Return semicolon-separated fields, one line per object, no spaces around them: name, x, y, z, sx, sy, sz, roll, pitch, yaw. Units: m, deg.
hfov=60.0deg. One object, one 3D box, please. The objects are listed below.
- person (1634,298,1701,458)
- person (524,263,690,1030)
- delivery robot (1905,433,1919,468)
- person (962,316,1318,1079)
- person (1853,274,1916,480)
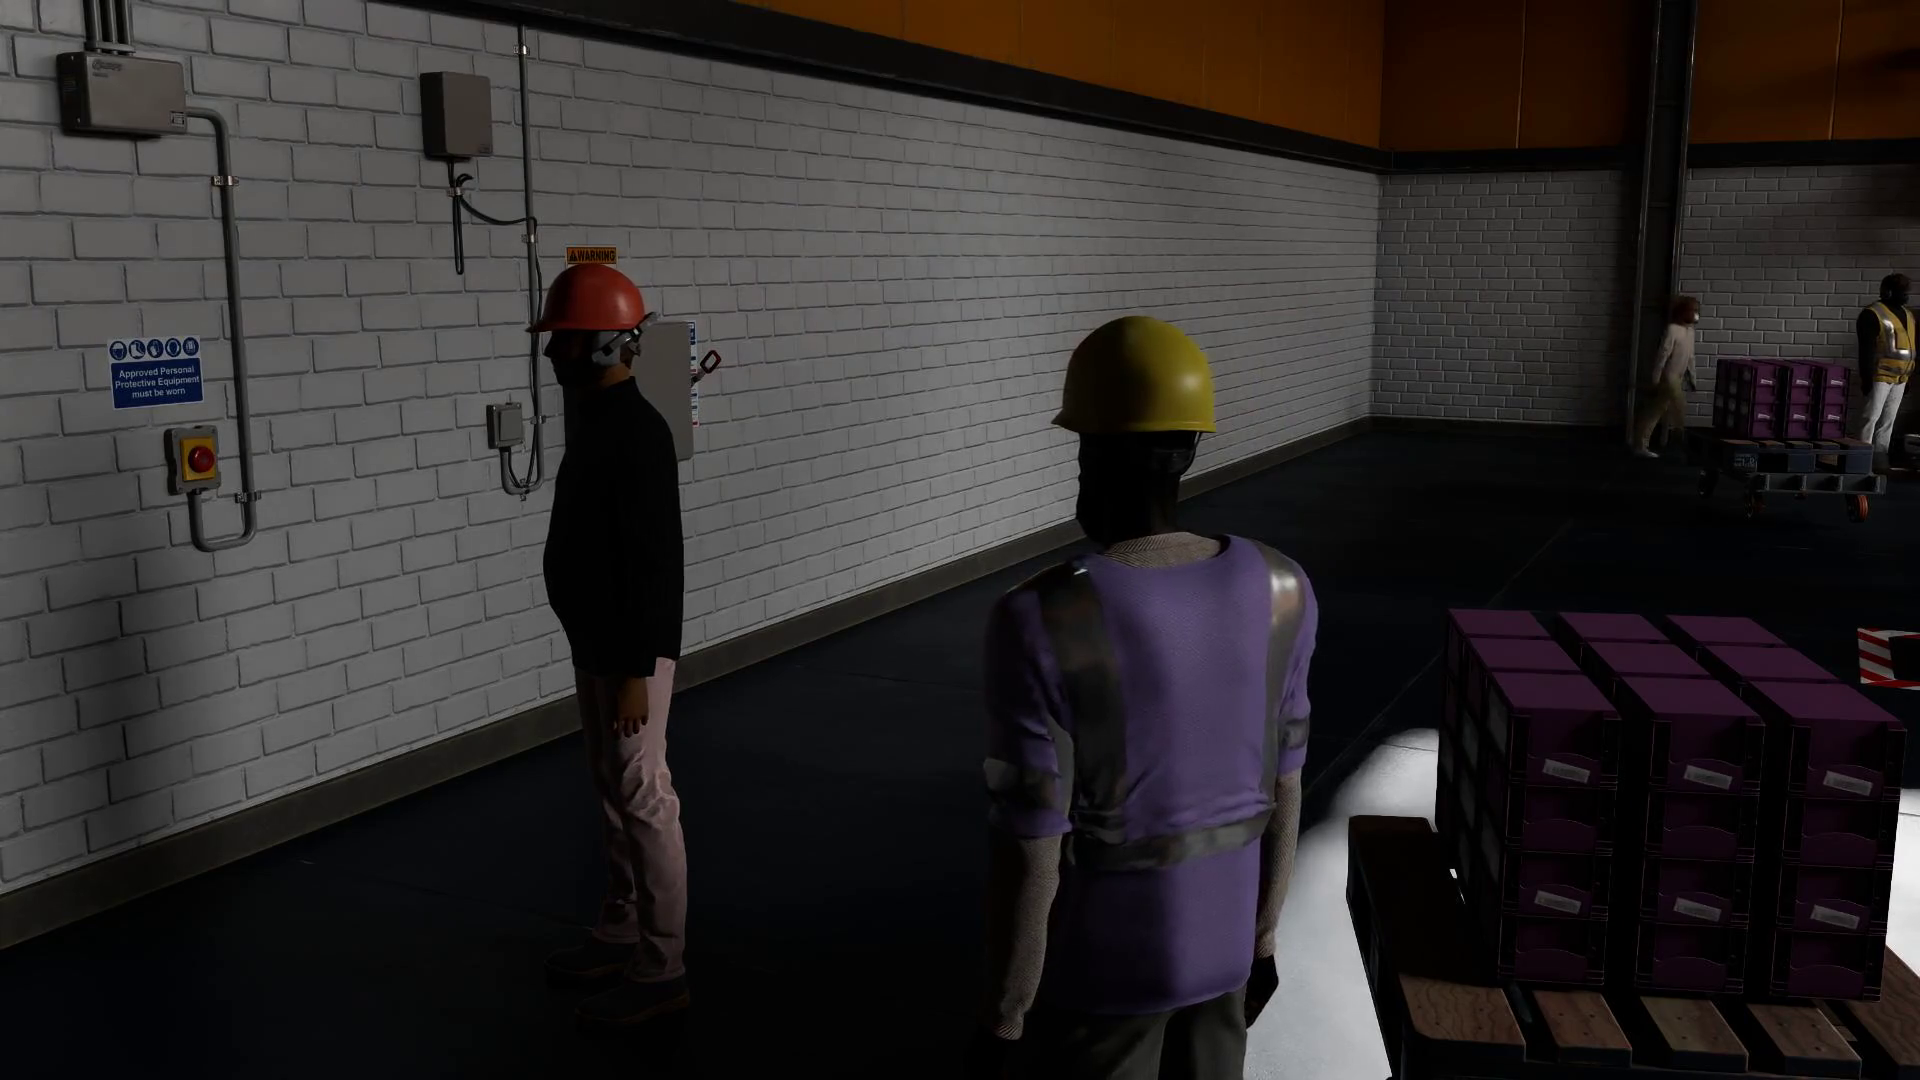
person;7.024;-1.561;16.217;0.880;1.574;0.514;9;14;43
person;-0.920;0.277;4.407;0.382;1.995;0.612;-5;11;-25
delivery robot;8.728;-0.819;14.641;0.707;0.478;0.477;0;10;-1
person;0.269;0.625;2.580;0.586;1.928;0.369;-6;11;-31
person;8.212;-1.430;14.749;0.621;1.839;0.429;-5;11;-28
